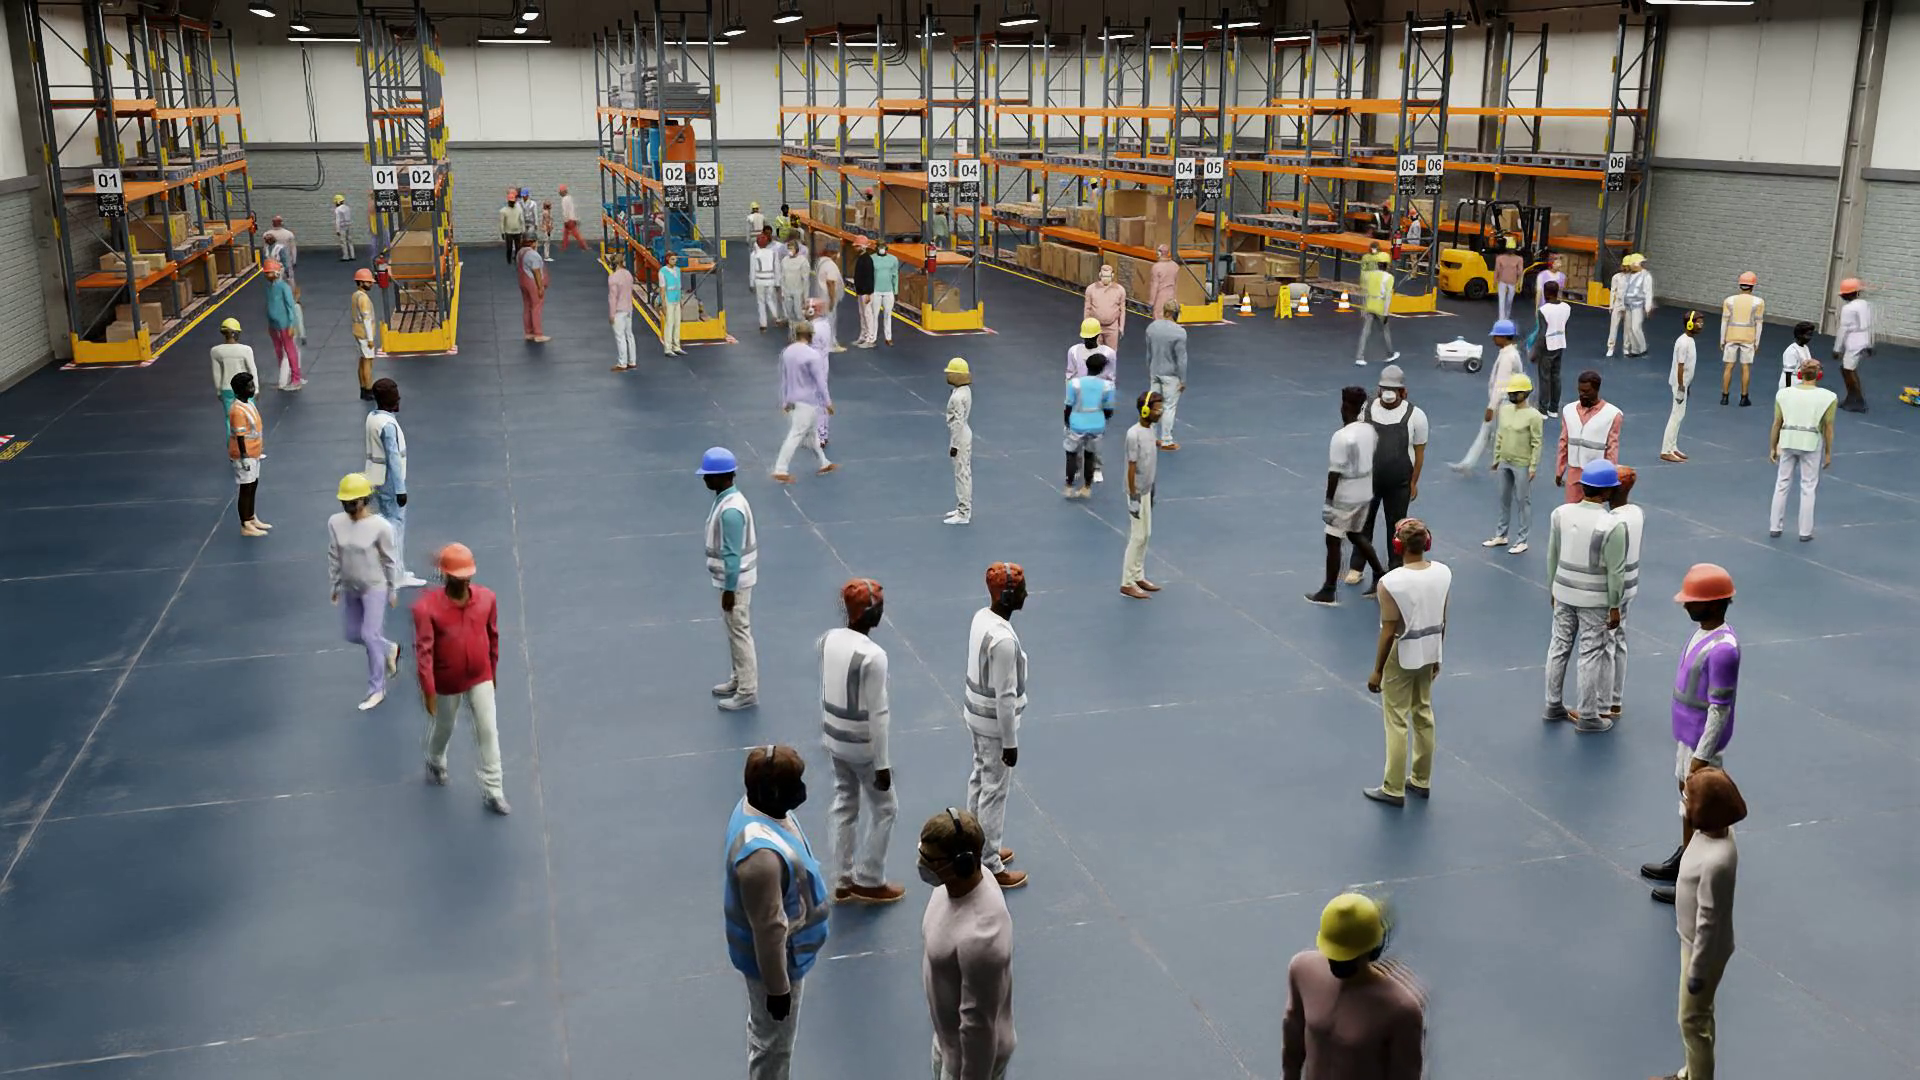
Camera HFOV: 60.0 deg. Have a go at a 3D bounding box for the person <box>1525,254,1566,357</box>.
[{"bbox_3d":[9.897,-3.913,28.058,0.589,1.825,0.641,-6,16,-21],"label":"person"}]

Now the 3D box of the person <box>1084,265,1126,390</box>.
[{"bbox_3d":[2.205,-3.240,25.398,0.639,1.904,0.409,0,15,2],"label":"person"}]

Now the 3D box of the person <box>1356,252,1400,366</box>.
[{"bbox_3d":[6.997,-3.863,27.815,1.019,1.864,0.594,-13,20,-41],"label":"person"}]

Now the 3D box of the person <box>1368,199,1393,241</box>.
[{"bbox_3d":[10.221,-7.224,40.208,0.654,2.001,0.505,-4,15,-14],"label":"person"}]

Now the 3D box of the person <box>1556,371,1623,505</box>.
[{"bbox_3d":[5.887,-0.647,15.638,0.415,1.907,0.596,-12,19,-38],"label":"person"}]

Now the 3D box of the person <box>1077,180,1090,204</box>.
[{"bbox_3d":[3.740,-9.965,50.639,0.418,1.940,0.608,4,15,14],"label":"person"}]

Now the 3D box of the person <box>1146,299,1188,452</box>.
[{"bbox_3d":[2.601,-2.065,20.934,0.384,1.928,0.635,-13,20,-41],"label":"person"}]

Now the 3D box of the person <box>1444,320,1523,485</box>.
[{"bbox_3d":[6.109,-1.573,19.108,0.955,1.901,0.644,4,15,16],"label":"person"}]

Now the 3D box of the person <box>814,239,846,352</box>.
[{"bbox_3d":[-2.388,-4.248,28.924,0.804,2.000,0.696,-5,16,-17],"label":"person"}]

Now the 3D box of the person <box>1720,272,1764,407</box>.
[{"bbox_3d":[11.293,-2.905,24.063,0.544,1.939,0.372,10,18,32],"label":"person"}]

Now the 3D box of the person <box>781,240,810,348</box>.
[{"bbox_3d":[-2.934,-4.374,29.617,0.628,1.932,0.366,11,19,36],"label":"person"}]

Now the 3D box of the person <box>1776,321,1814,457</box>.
[{"bbox_3d":[10.347,-1.869,20.638,0.319,1.693,0.532,14,20,42],"label":"person"}]

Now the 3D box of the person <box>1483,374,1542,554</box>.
[{"bbox_3d":[5.426,-0.750,16.286,0.317,1.767,0.534,-8,17,-28],"label":"person"}]

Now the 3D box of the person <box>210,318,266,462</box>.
[{"bbox_3d":[-8.854,-1.834,20.382,0.523,1.760,0.327,-1,15,-4],"label":"person"}]

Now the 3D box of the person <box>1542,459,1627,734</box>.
[{"bbox_3d":[4.378,0.390,11.648,0.389,1.948,0.608,-9,17,-31],"label":"person"}]

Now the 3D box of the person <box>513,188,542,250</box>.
[{"bbox_3d":[-12.819,-9.398,48.778,0.995,1.779,0.631,2,15,8],"label":"person"}]

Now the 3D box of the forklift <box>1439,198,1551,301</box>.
[{"bbox_3d":[11.913,-6.508,37.130,2.313,2.155,1.214,-4,15,-15],"label":"forklift"}]

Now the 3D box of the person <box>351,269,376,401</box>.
[{"bbox_3d":[-8.747,-3.025,24.524,0.376,1.934,0.546,-9,17,-31],"label":"person"}]

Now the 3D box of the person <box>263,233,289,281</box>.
[{"bbox_3d":[-14.420,-5.680,35.167,0.522,1.617,0.745,6,16,21],"label":"person"}]

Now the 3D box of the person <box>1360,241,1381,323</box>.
[{"bbox_3d":[8.184,-5.115,32.967,0.506,1.631,0.269,3,15,11],"label":"person"}]

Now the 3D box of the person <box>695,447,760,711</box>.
[{"bbox_3d":[-1.688,0.272,12.124,0.421,1.938,0.604,-4,15,-14],"label":"person"}]

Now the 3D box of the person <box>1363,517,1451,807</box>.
[{"bbox_3d":[2.816,0.771,10.415,0.569,1.840,0.373,-9,17,-31],"label":"person"}]

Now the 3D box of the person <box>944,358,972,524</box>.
[{"bbox_3d":[-0.022,-1.043,17.429,0.290,1.746,0.487,2,15,7],"label":"person"}]

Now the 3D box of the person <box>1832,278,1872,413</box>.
[{"bbox_3d":[12.667,-2.758,23.592,0.559,1.889,0.621,-12,19,-39],"label":"person"}]

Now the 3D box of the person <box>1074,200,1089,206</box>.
[{"bbox_3d":[3.521,-9.231,48.360,0.510,1.688,0.907,1,15,4],"label":"person"}]

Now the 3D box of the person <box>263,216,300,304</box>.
[{"bbox_3d":[-14.555,-5.976,35.682,0.642,1.909,0.399,-3,15,-13],"label":"person"}]

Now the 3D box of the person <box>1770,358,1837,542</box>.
[{"bbox_3d":[8.439,-0.898,16.715,0.564,1.836,0.384,12,19,37],"label":"person"}]

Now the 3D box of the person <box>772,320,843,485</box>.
[{"bbox_3d":[-1.813,-1.597,19.264,1.038,1.890,0.649,-10,18,-33],"label":"person"}]

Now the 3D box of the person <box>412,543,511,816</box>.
[{"bbox_3d":[-3.164,0.824,10.476,0.566,1.714,0.892,-11,18,-36],"label":"person"}]

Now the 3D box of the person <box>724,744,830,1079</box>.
[{"bbox_3d":[-0.749,1.711,6.881,0.429,1.840,0.635,-2,15,-7],"label":"person"}]

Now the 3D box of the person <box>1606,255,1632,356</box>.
[{"bbox_3d":[11.439,-4.021,28.636,0.494,1.743,0.306,5,16,18],"label":"person"}]

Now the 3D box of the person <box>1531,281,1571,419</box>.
[{"bbox_3d":[8.199,-2.639,23.112,0.587,1.915,0.391,-9,18,-32],"label":"person"}]

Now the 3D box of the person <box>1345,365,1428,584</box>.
[{"bbox_3d":[3.843,-0.570,15.083,0.684,2.000,0.538,6,16,23],"label":"person"}]

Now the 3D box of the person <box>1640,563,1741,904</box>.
[{"bbox_3d":[4.042,1.062,9.148,0.368,1.934,0.543,3,15,13],"label":"person"}]

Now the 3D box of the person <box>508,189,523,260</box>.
[{"bbox_3d":[-12.288,-8.716,45.960,0.387,1.929,0.549,-7,16,-24],"label":"person"}]

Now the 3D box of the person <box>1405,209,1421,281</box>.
[{"bbox_3d":[11.082,-7.225,40.692,0.336,1.743,0.561,5,16,17],"label":"person"}]

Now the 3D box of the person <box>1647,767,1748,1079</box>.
[{"bbox_3d":[3.178,1.748,7.161,0.281,1.627,0.508,6,16,21],"label":"person"}]

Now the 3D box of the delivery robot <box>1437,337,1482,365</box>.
[{"bbox_3d":[8.168,-3.082,27.201,0.707,0.478,0.477,4,15,16],"label":"delivery robot"}]

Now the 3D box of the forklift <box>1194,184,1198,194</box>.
[{"bbox_3d":[7.392,-11.333,53.972,1.873,2.768,1.129,-4,15,-15],"label":"forklift"}]

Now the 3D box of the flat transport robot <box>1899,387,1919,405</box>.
[{"bbox_3d":[14.117,-1.987,23.806,0.652,0.197,1.431,1,15,5],"label":"flat transport robot"}]
